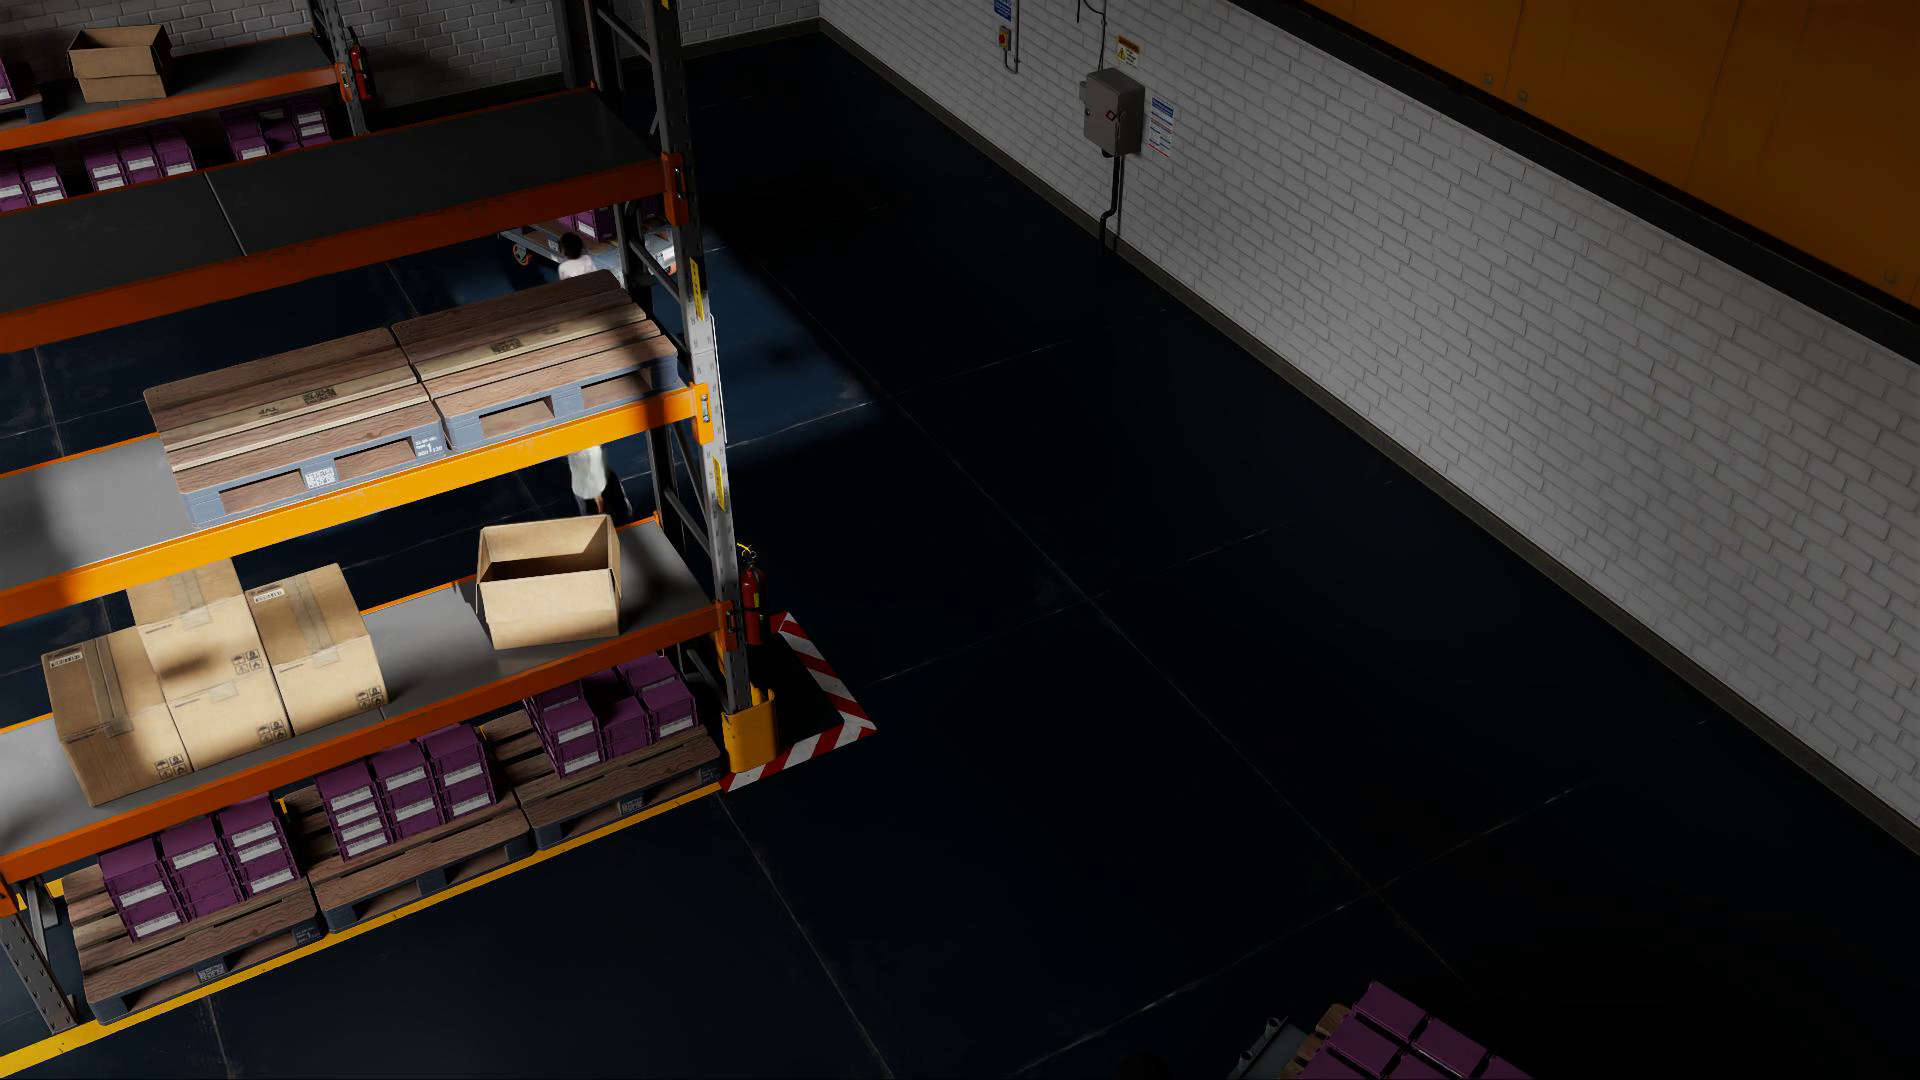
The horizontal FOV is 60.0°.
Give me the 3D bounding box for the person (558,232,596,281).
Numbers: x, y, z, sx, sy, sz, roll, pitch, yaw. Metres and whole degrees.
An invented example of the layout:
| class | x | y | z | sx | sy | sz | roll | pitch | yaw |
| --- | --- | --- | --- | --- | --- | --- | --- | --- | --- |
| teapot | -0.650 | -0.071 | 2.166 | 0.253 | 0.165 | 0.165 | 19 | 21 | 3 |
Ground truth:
| class | x | y | z | sx | sy | sz | roll | pitch | yaw |
| --- | --- | --- | --- | --- | --- | --- | --- | --- | --- |
| person | -3.084 | -1.927 | 13.592 | 0.569 | 1.253 | 0.568 | -23 | 44 | -26 |
